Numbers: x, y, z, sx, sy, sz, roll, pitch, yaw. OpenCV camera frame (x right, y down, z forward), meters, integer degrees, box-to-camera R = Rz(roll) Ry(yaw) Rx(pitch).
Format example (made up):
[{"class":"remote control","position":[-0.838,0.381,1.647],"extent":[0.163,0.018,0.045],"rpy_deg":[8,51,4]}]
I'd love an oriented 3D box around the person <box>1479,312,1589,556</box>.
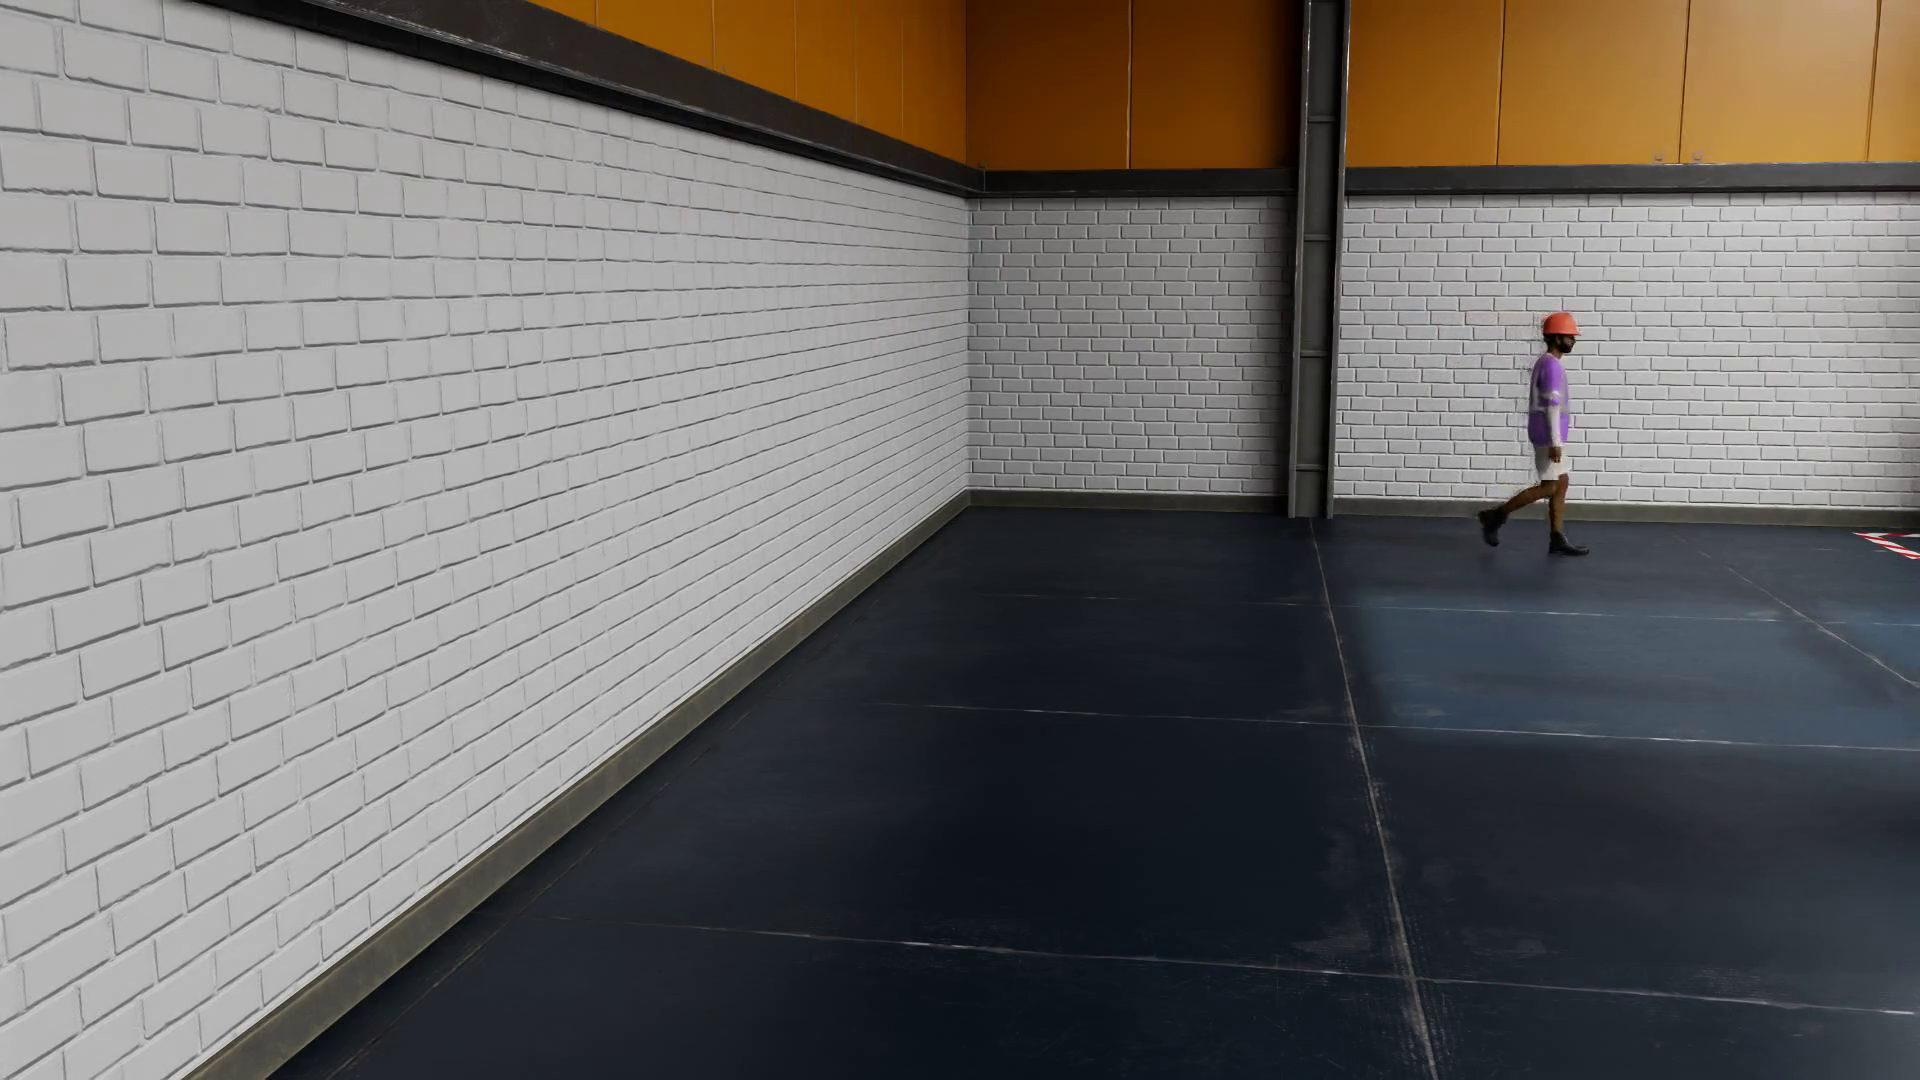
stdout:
[{"class":"person","position":[4.523,-0.821,12.973],"extent":[0.764,1.918,0.557],"rpy_deg":[3,10,20]}]
